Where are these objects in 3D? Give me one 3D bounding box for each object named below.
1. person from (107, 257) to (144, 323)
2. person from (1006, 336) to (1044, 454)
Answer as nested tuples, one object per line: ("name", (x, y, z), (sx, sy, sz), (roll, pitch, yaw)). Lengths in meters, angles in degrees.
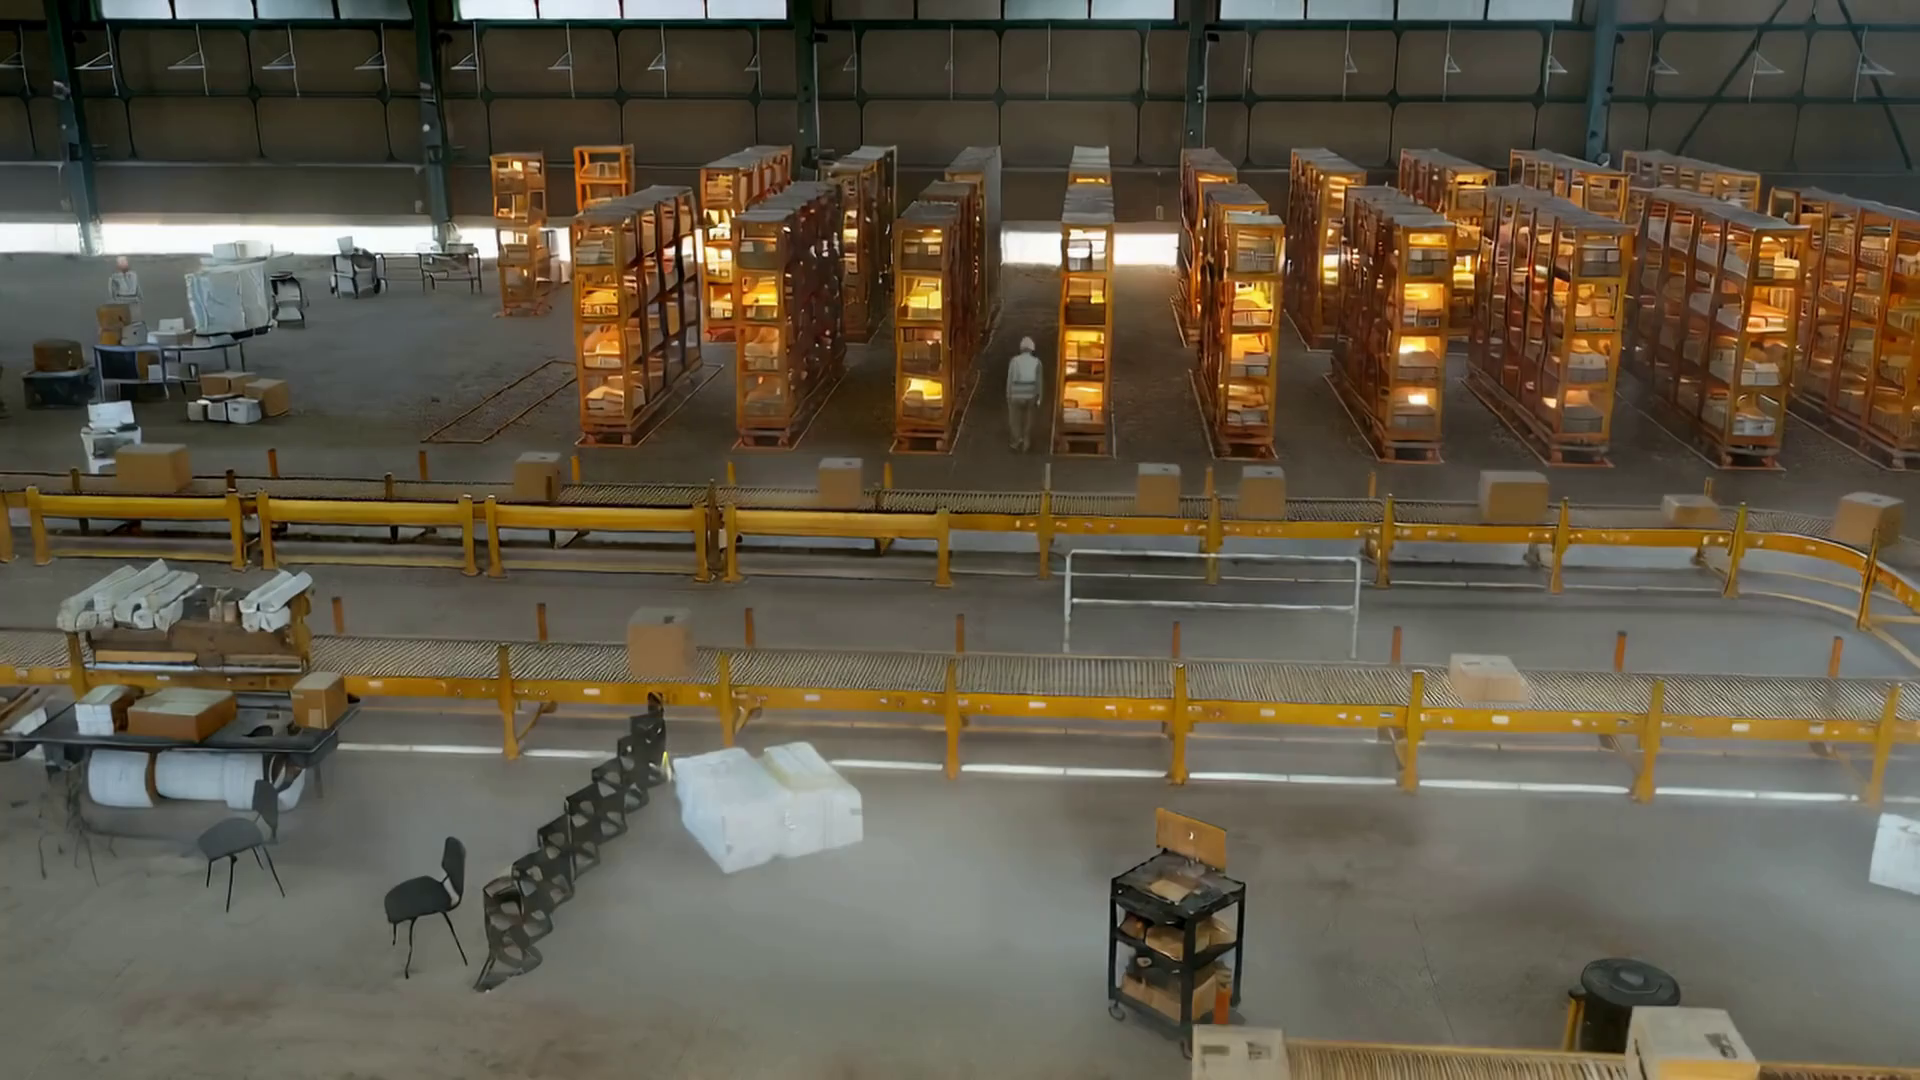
("person", (-16.893, -4.793, 33.693), (1.017, 1.889, 0.621), (12, 21, 34))
("person", (0.993, -2.246, 25.742), (0.622, 1.799, 0.517), (-4, 18, -14))
